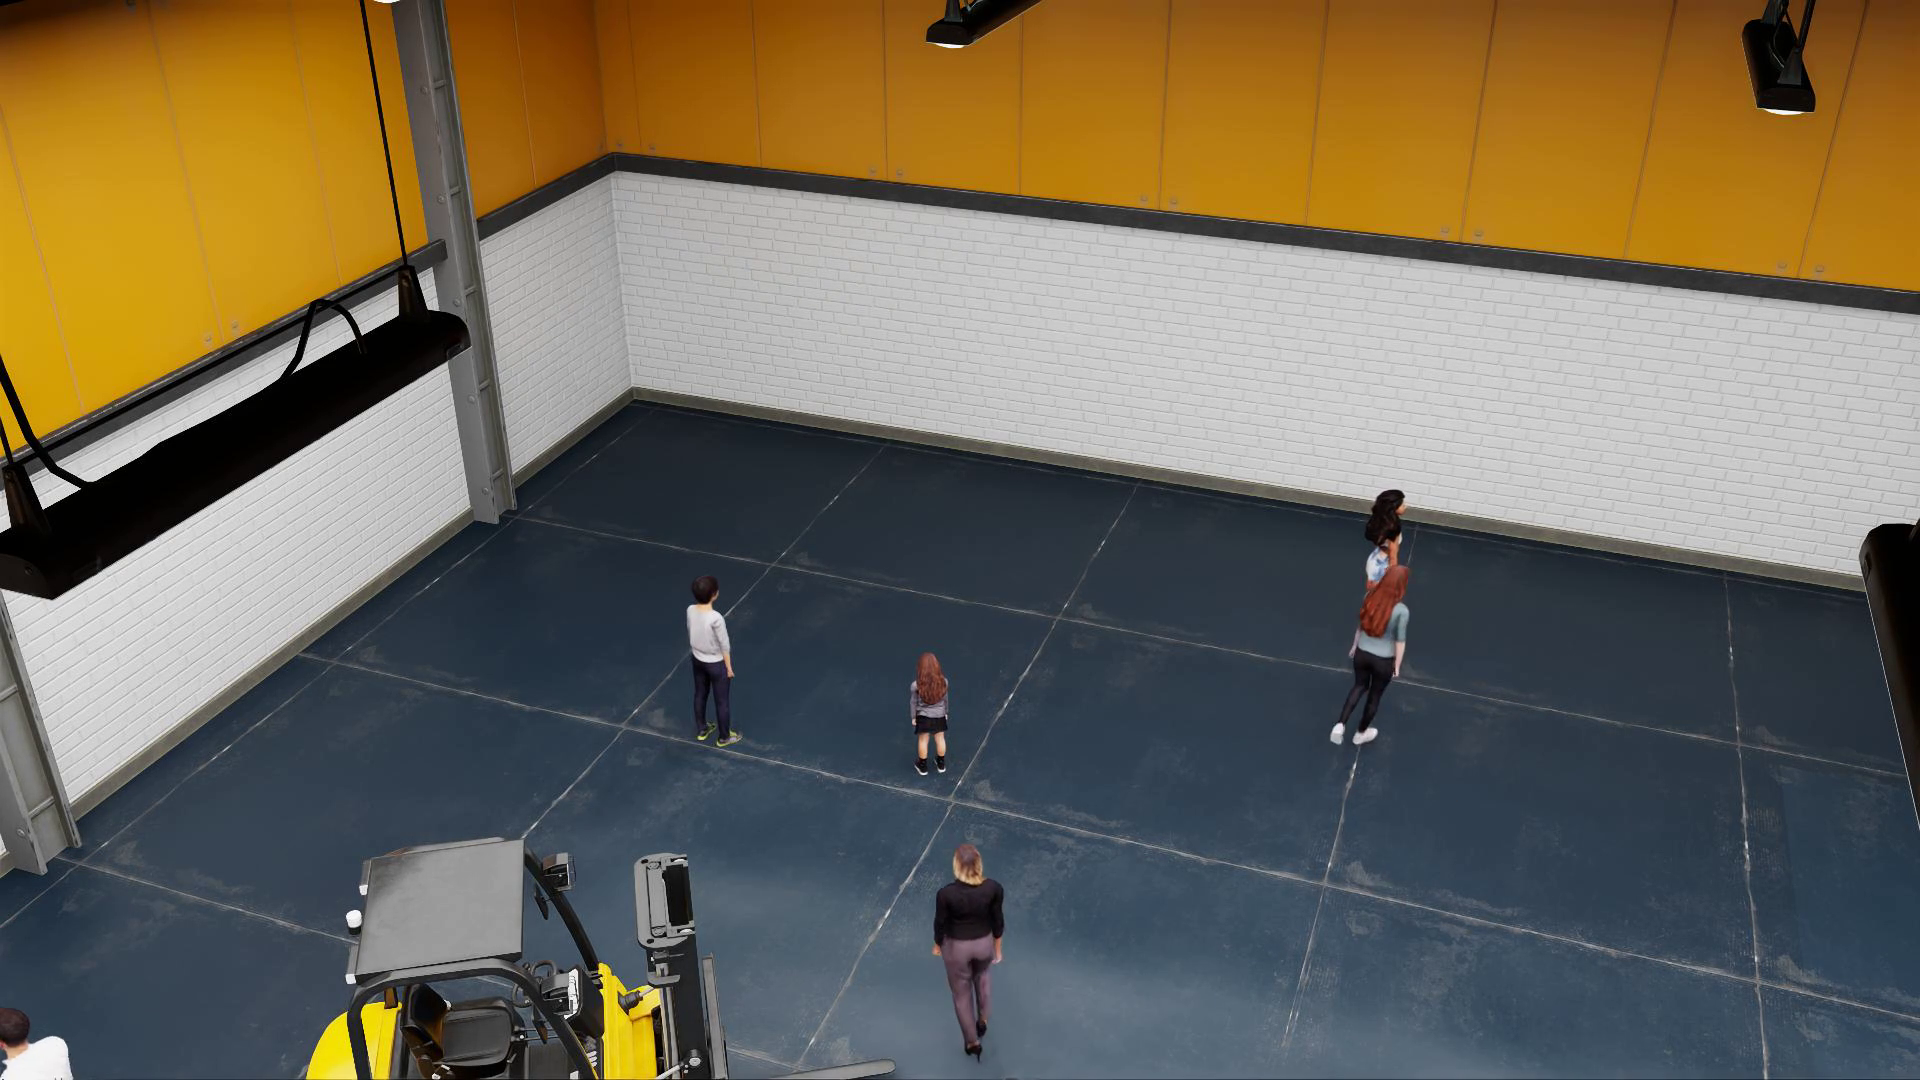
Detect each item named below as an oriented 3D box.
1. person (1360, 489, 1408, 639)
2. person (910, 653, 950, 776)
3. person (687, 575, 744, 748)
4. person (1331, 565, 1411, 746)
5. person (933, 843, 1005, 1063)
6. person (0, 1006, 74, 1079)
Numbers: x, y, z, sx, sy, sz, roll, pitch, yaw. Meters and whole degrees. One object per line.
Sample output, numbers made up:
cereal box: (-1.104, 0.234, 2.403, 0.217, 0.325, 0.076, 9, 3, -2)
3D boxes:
person: (3.798, 0.278, 14.985, 0.698, 1.625, 0.603, -1, 29, -1)
person: (-0.240, 1.398, 13.475, 0.534, 1.105, 0.575, -8, 30, -14)
person: (-2.075, 0.992, 13.754, 0.591, 1.551, 0.542, 17, 33, 28)
person: (3.341, 1.008, 13.542, 0.823, 1.725, 0.968, 22, 35, 34)
person: (0.080, 2.679, 10.550, 0.722, 1.657, 0.774, -9, 30, -16)
person: (-4.910, 3.333, 9.173, 0.768, 1.827, 1.143, 13, 31, 23)
